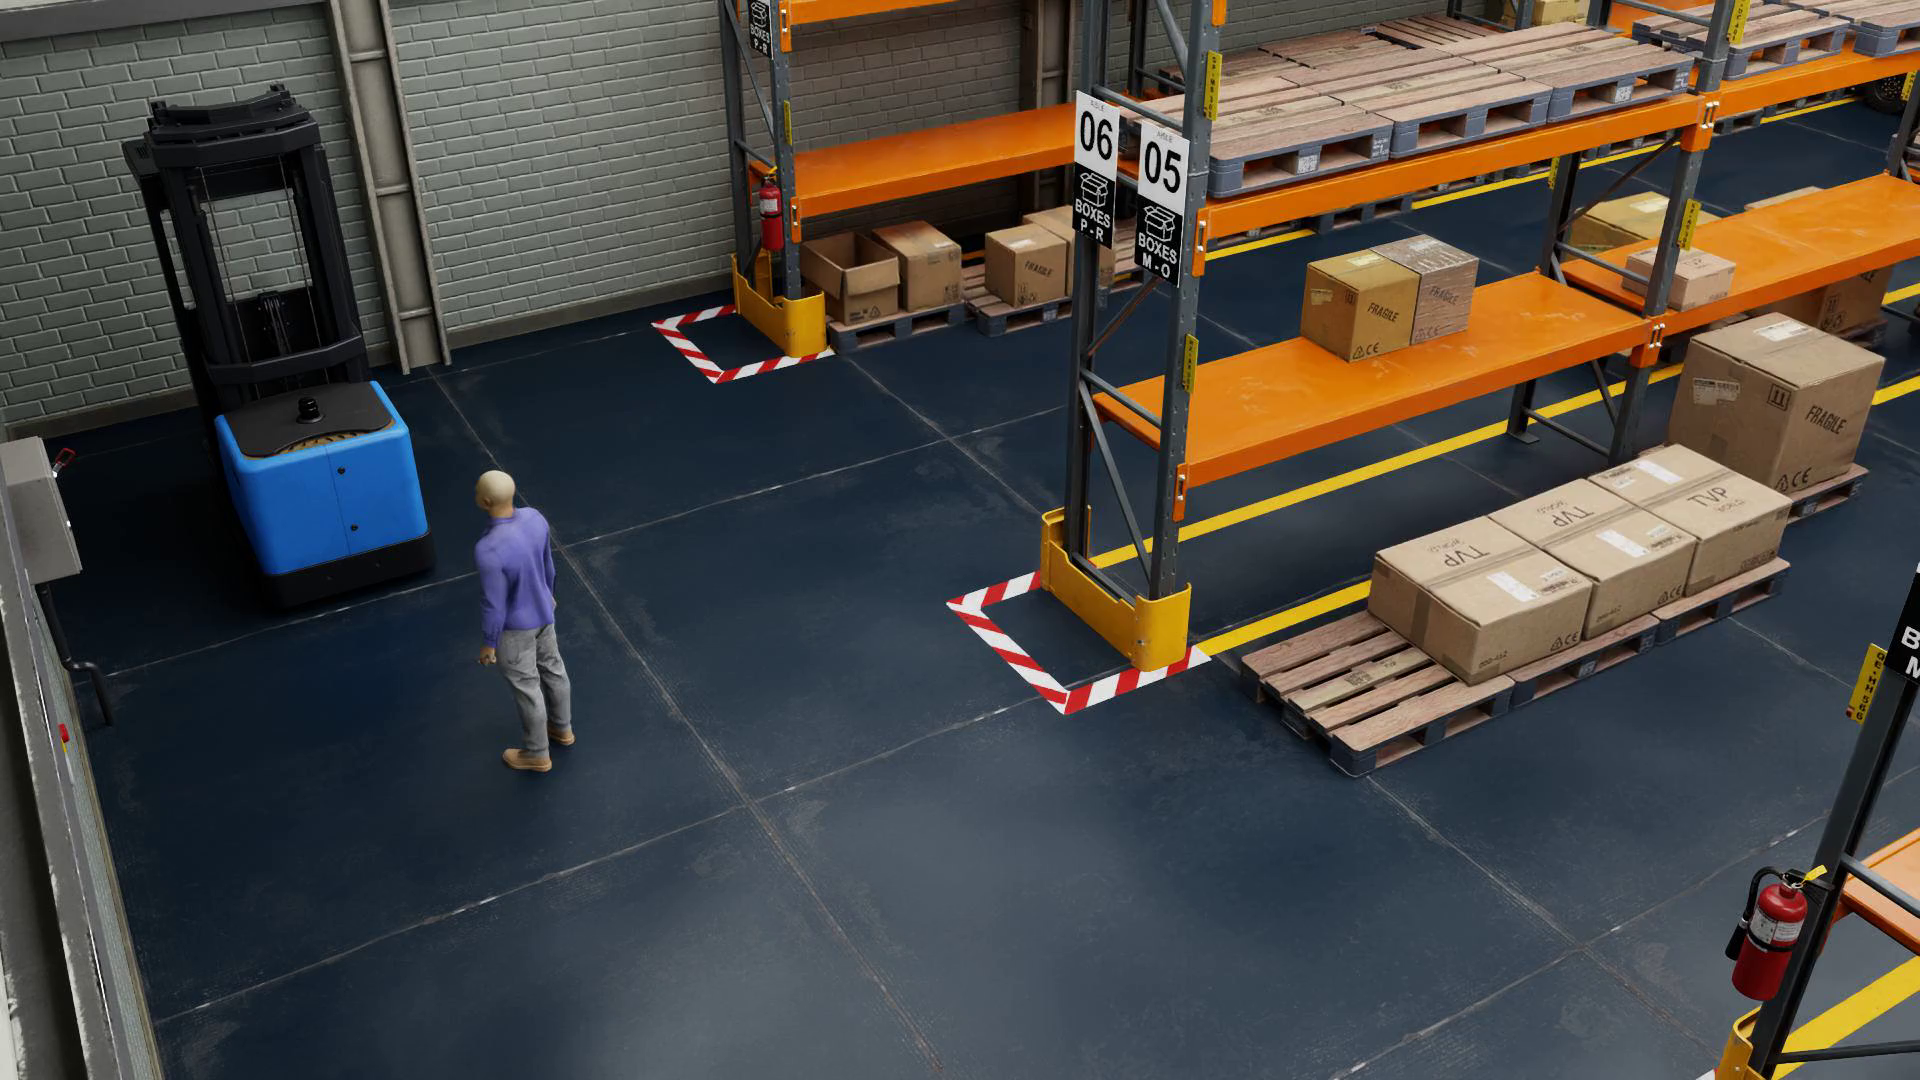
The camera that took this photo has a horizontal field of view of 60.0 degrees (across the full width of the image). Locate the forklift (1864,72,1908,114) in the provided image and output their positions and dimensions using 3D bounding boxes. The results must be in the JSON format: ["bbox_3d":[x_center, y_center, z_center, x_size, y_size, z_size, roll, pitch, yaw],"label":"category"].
[{"bbox_3d":[11.468,-5.645,18.244,1.214,2.155,2.313,-17,36,-26],"label":"forklift"}]

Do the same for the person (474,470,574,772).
[{"bbox_3d":[-2.305,0.430,8.792,0.395,1.799,0.585,12,34,19],"label":"person"}]

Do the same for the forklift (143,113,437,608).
[{"bbox_3d":[-4.289,-1.259,10.509,1.129,2.768,1.873,-17,36,-26],"label":"forklift"}]
